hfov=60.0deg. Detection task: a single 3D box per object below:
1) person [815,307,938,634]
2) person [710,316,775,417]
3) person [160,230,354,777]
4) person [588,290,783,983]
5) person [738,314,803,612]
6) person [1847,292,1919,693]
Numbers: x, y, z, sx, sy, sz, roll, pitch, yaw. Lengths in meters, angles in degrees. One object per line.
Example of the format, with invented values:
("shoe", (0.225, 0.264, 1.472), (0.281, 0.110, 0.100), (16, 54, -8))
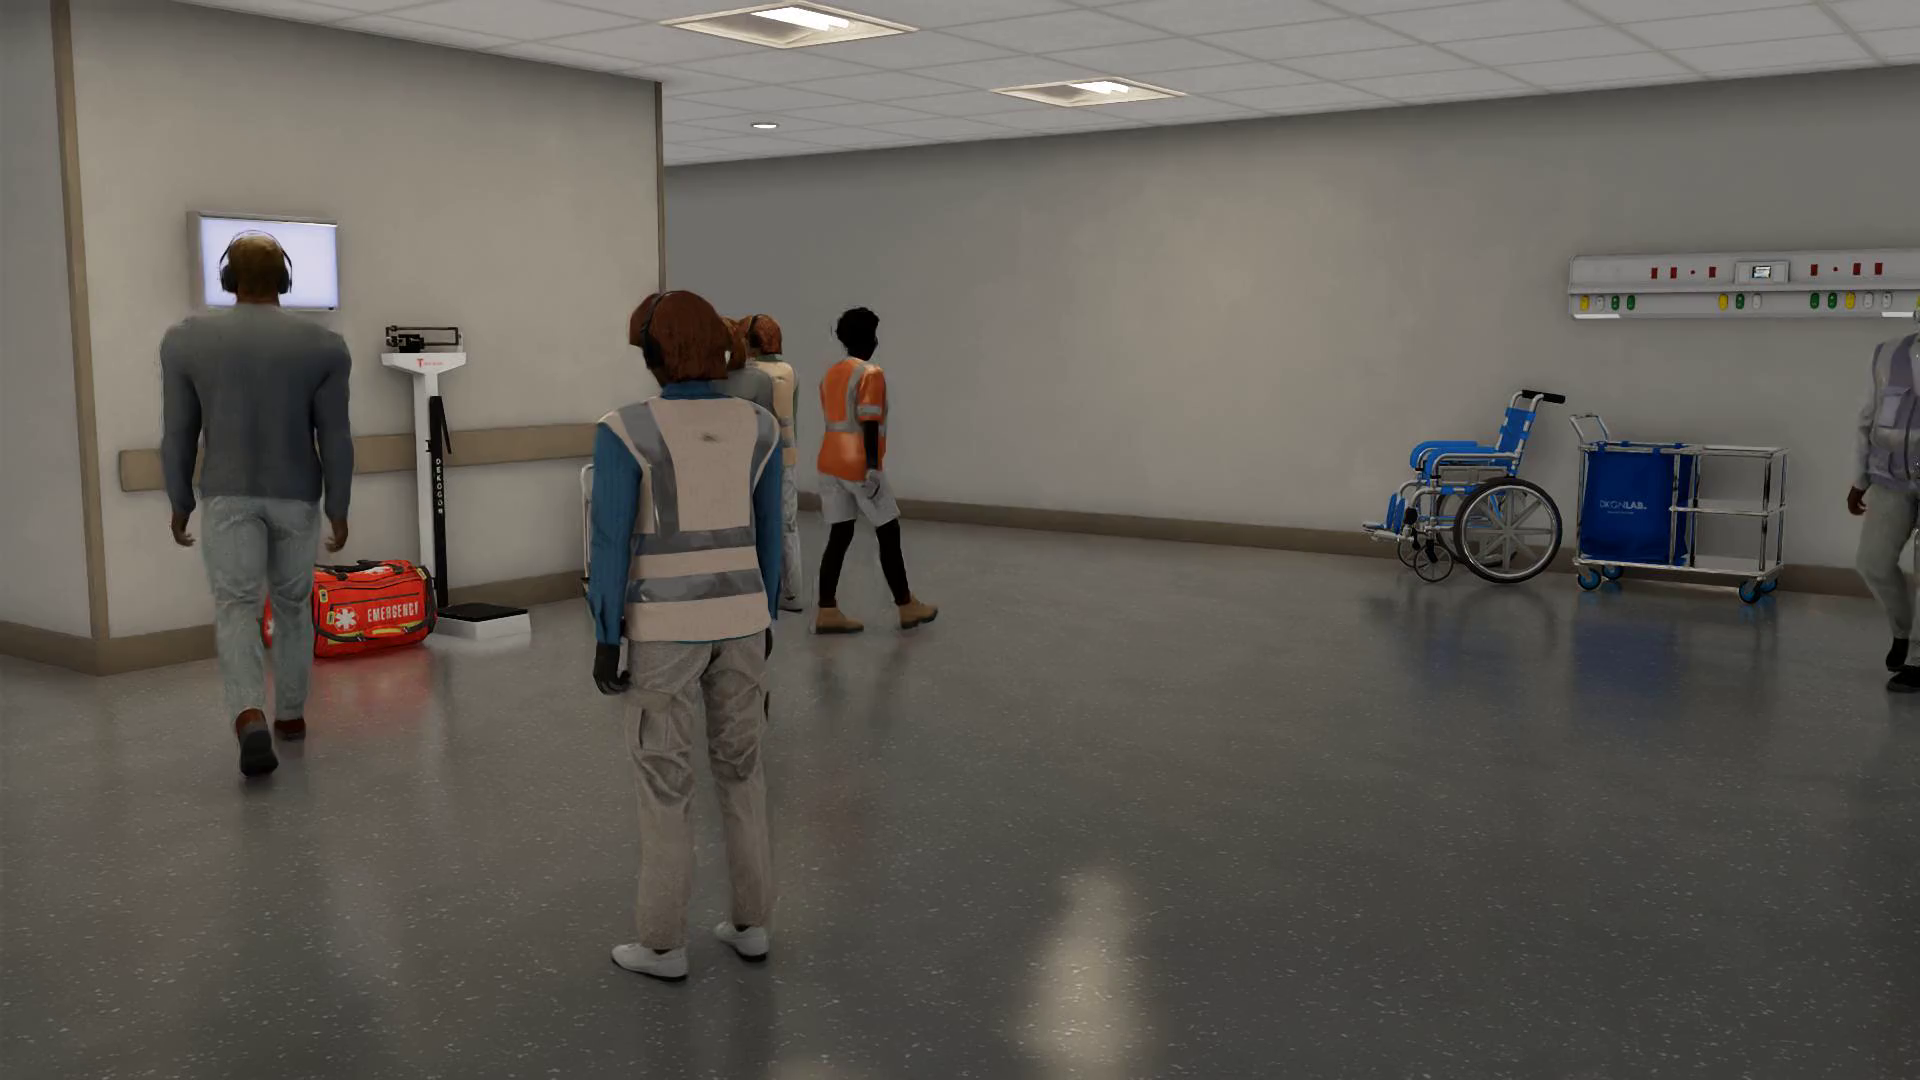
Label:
("person", (-0.444, -0.354, 8.508), (0.744, 1.652, 0.589), (-5, 9, -35))
("person", (-1.182, -0.367, 8.756), (0.529, 1.614, 0.520), (1, 7, 10))
("person", (-2.474, -0.144, 5.895), (0.638, 1.911, 0.952), (-3, 8, -24))
("person", (-0.632, 0.227, 3.961), (0.525, 1.630, 0.316), (-6, 9, -40))
("person", (-1.040, -0.394, 8.965), (0.313, 1.632, 0.519), (4, 8, 30))
("person", (4.121, -0.252, 7.088), (0.433, 1.809, 0.605), (-6, 9, -38))
